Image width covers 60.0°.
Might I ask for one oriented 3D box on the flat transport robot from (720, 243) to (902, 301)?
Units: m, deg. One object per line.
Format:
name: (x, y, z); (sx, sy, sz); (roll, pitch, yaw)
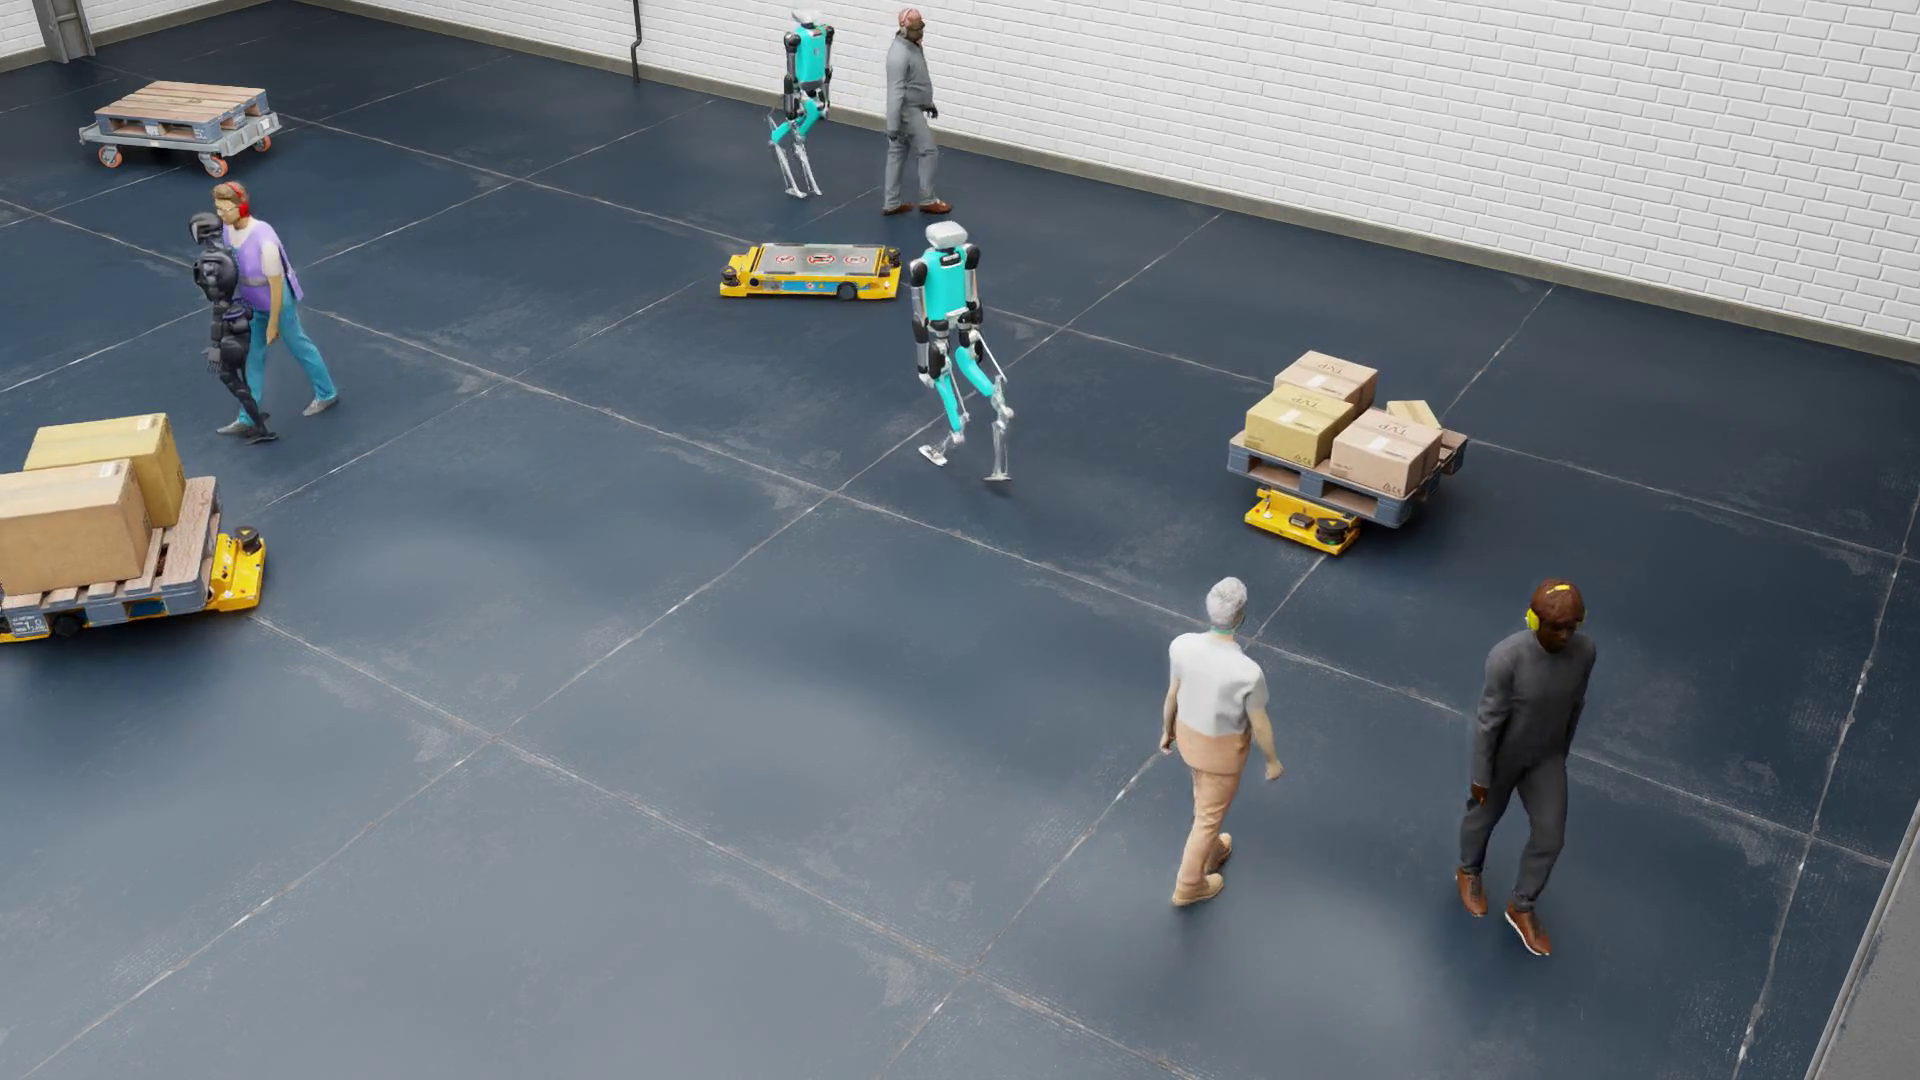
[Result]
flat transport robot: (-1.217, -2.209, 13.693); (1.431, 0.231, 0.659); (1, 33, 2)

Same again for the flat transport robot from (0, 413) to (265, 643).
flat transport robot: (-4.910, 0.259, 9.854); (1.431, 0.231, 0.659); (-9, 34, -13)

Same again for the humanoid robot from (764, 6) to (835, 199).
humanoid robot: (-1.494, -3.940, 15.065); (0.689, 1.823, 0.545); (27, 42, 35)

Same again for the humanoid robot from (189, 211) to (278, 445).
humanoid robot: (-4.897, -1.395, 11.121); (0.347, 1.657, 0.600); (-7, 33, -11)

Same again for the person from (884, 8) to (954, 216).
person: (-0.374, -3.733, 14.584); (0.688, 1.871, 0.616); (-6, 33, -10)

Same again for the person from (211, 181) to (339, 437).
person: (-4.747, -1.558, 11.262); (0.573, 1.795, 0.936); (19, 37, 27)

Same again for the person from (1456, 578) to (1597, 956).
person: (2.475, 1.005, 7.232); (0.521, 1.849, 0.740); (-4, 33, -6)

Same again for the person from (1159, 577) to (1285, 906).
person: (1.189, 0.906, 7.492); (0.540, 1.726, 0.514); (26, 41, 34)

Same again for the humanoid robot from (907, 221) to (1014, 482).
humanoid robot: (0.085, -1.093, 10.644); (0.530, 1.770, 1.006); (-23, 39, -31)

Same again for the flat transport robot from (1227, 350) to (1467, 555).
flat transport robot: (2.494, -0.373, 10.837); (0.659, 0.231, 1.431); (22, 39, 31)
